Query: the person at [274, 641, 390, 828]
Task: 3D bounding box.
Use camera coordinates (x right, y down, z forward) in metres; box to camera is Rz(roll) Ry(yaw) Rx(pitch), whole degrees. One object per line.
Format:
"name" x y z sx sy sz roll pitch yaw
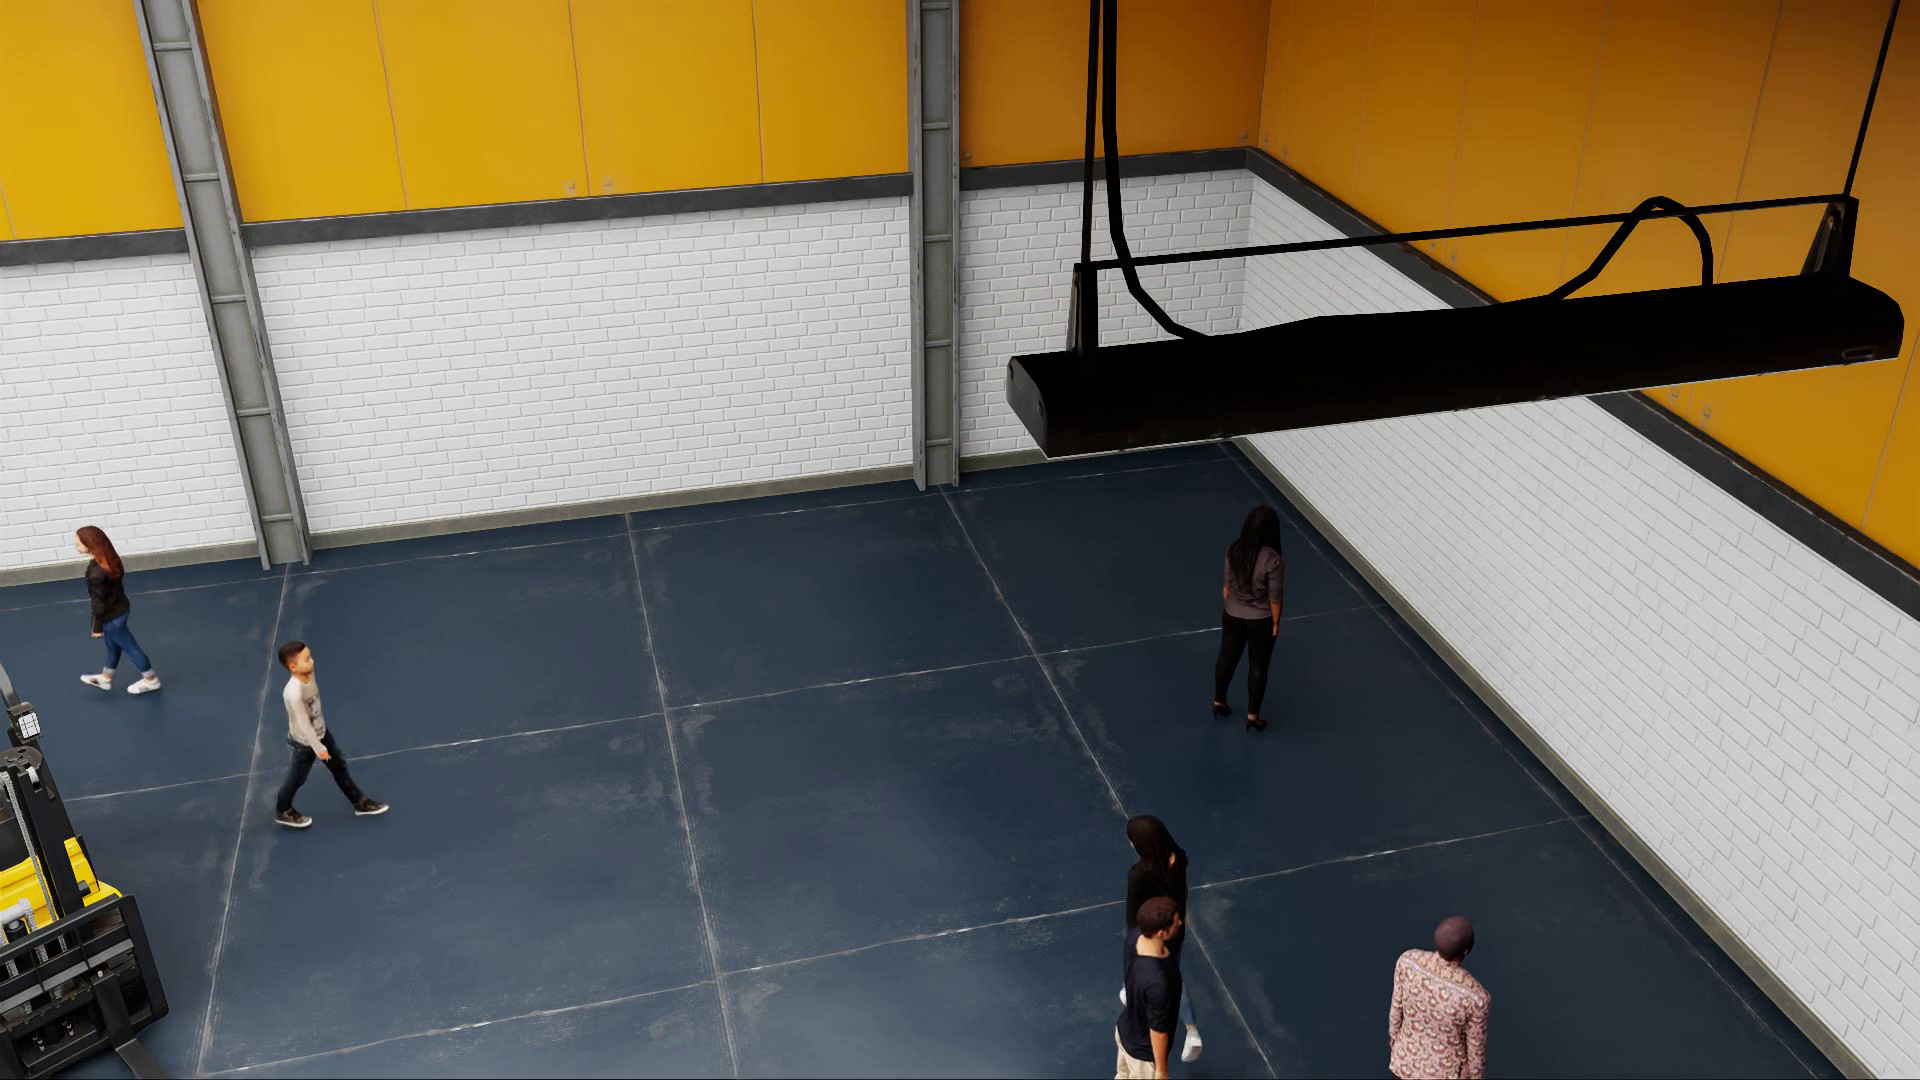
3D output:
"person" -4.481 1.354 11.257 1.039 1.433 0.743 1 29 1

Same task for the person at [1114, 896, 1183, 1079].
"person" 0.939 2.574 8.581 0.545 1.854 0.633 -6 29 -10

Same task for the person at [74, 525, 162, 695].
"person" -6.409 0.539 12.717 0.794 1.464 0.591 -8 30 -14

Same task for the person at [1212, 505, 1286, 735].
"person" 2.133 0.586 12.242 0.748 1.837 0.788 20 34 32

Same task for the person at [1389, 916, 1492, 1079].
"person" 2.410 2.651 8.487 0.773 1.808 0.790 23 36 35

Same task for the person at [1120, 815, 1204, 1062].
"person" 1.158 2.256 9.422 1.007 1.606 0.829 -13 31 -23
